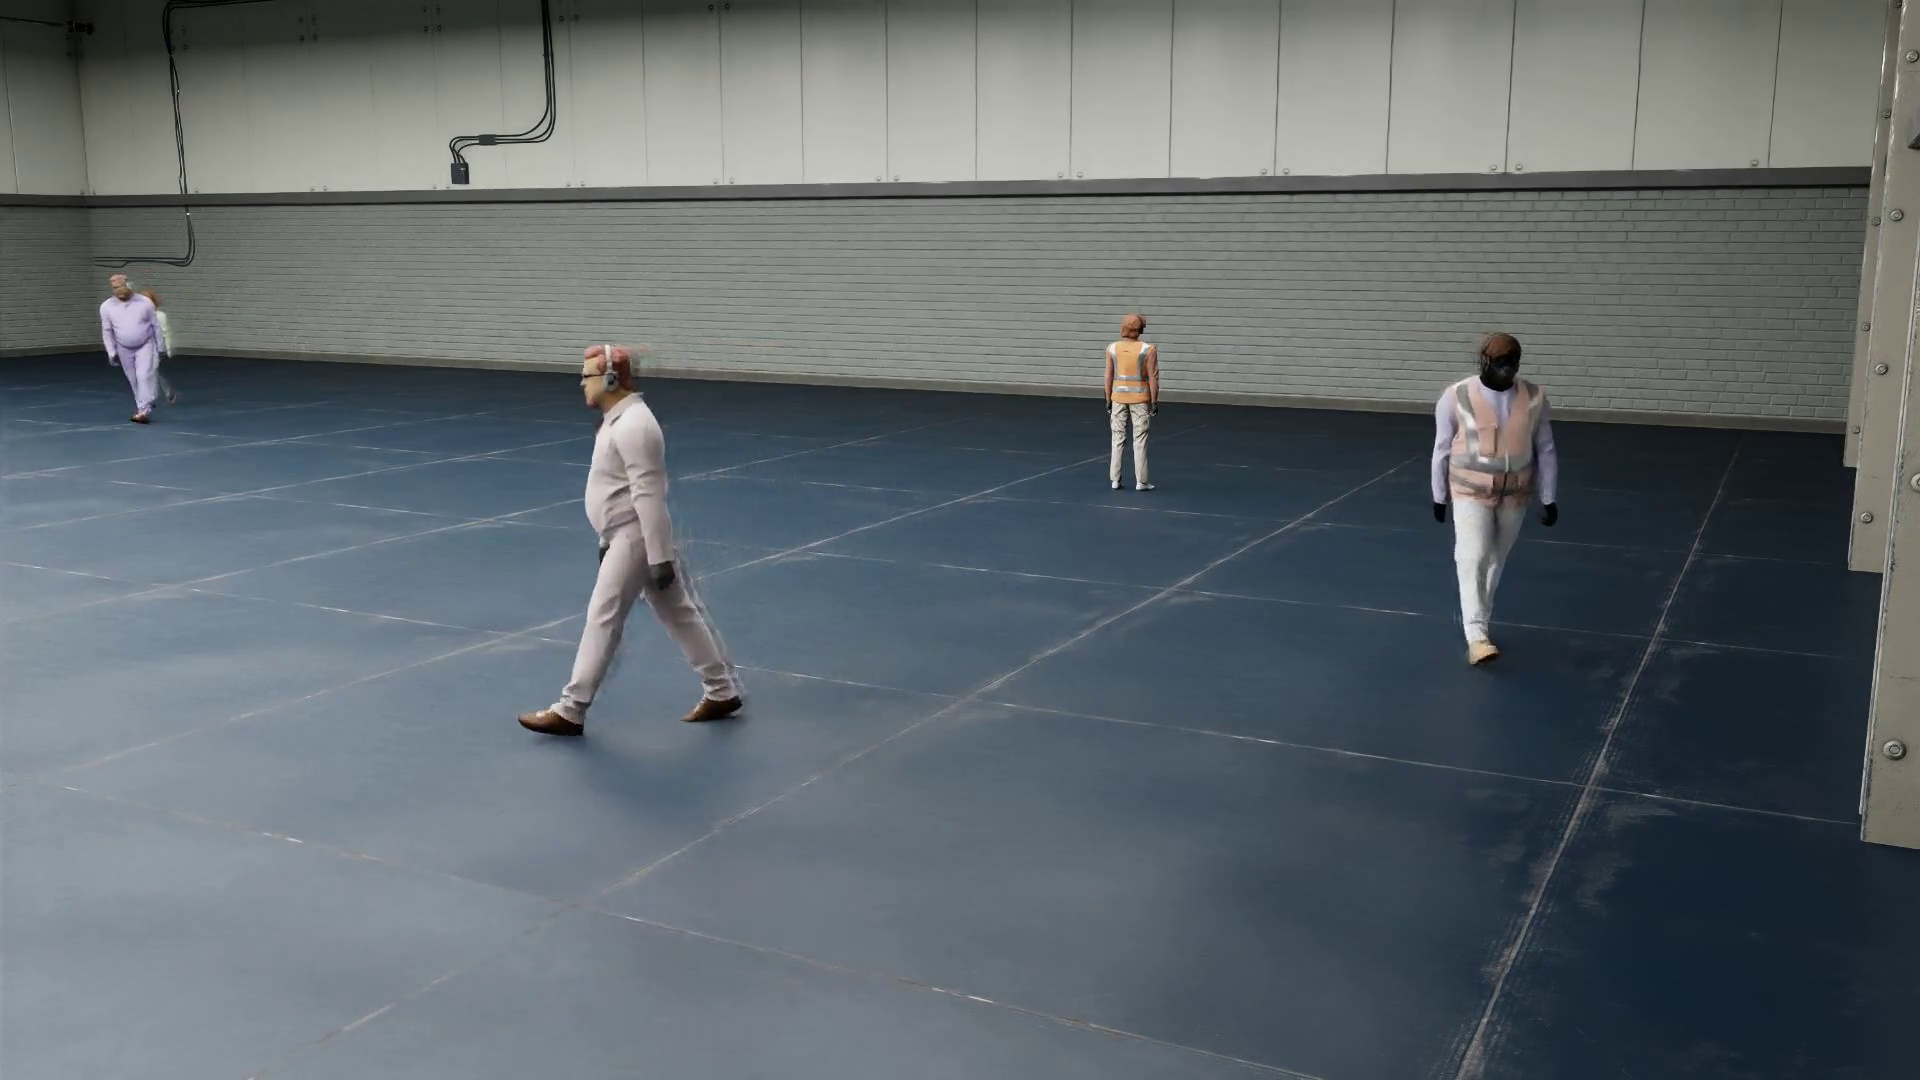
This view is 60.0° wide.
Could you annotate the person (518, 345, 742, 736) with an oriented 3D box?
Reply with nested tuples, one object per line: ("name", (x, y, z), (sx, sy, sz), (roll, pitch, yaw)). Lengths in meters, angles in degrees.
("person", (-1.537, 0.011, 7.864), (1.061, 1.858, 0.668), (-2, 11, -10))

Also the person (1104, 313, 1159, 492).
("person", (1.579, -1.263, 15.331), (0.524, 1.636, 0.308), (5, 12, 26))

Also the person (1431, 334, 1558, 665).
("person", (2.981, -0.215, 9.162), (0.635, 1.800, 0.907), (-1, 10, -4))

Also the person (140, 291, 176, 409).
("person", (-11.032, -2.612, 22.787), (0.497, 1.603, 0.773), (3, 11, 14))

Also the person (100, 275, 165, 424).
("person", (-10.311, -2.363, 20.737), (0.673, 1.855, 0.914), (-2, 11, -12))
